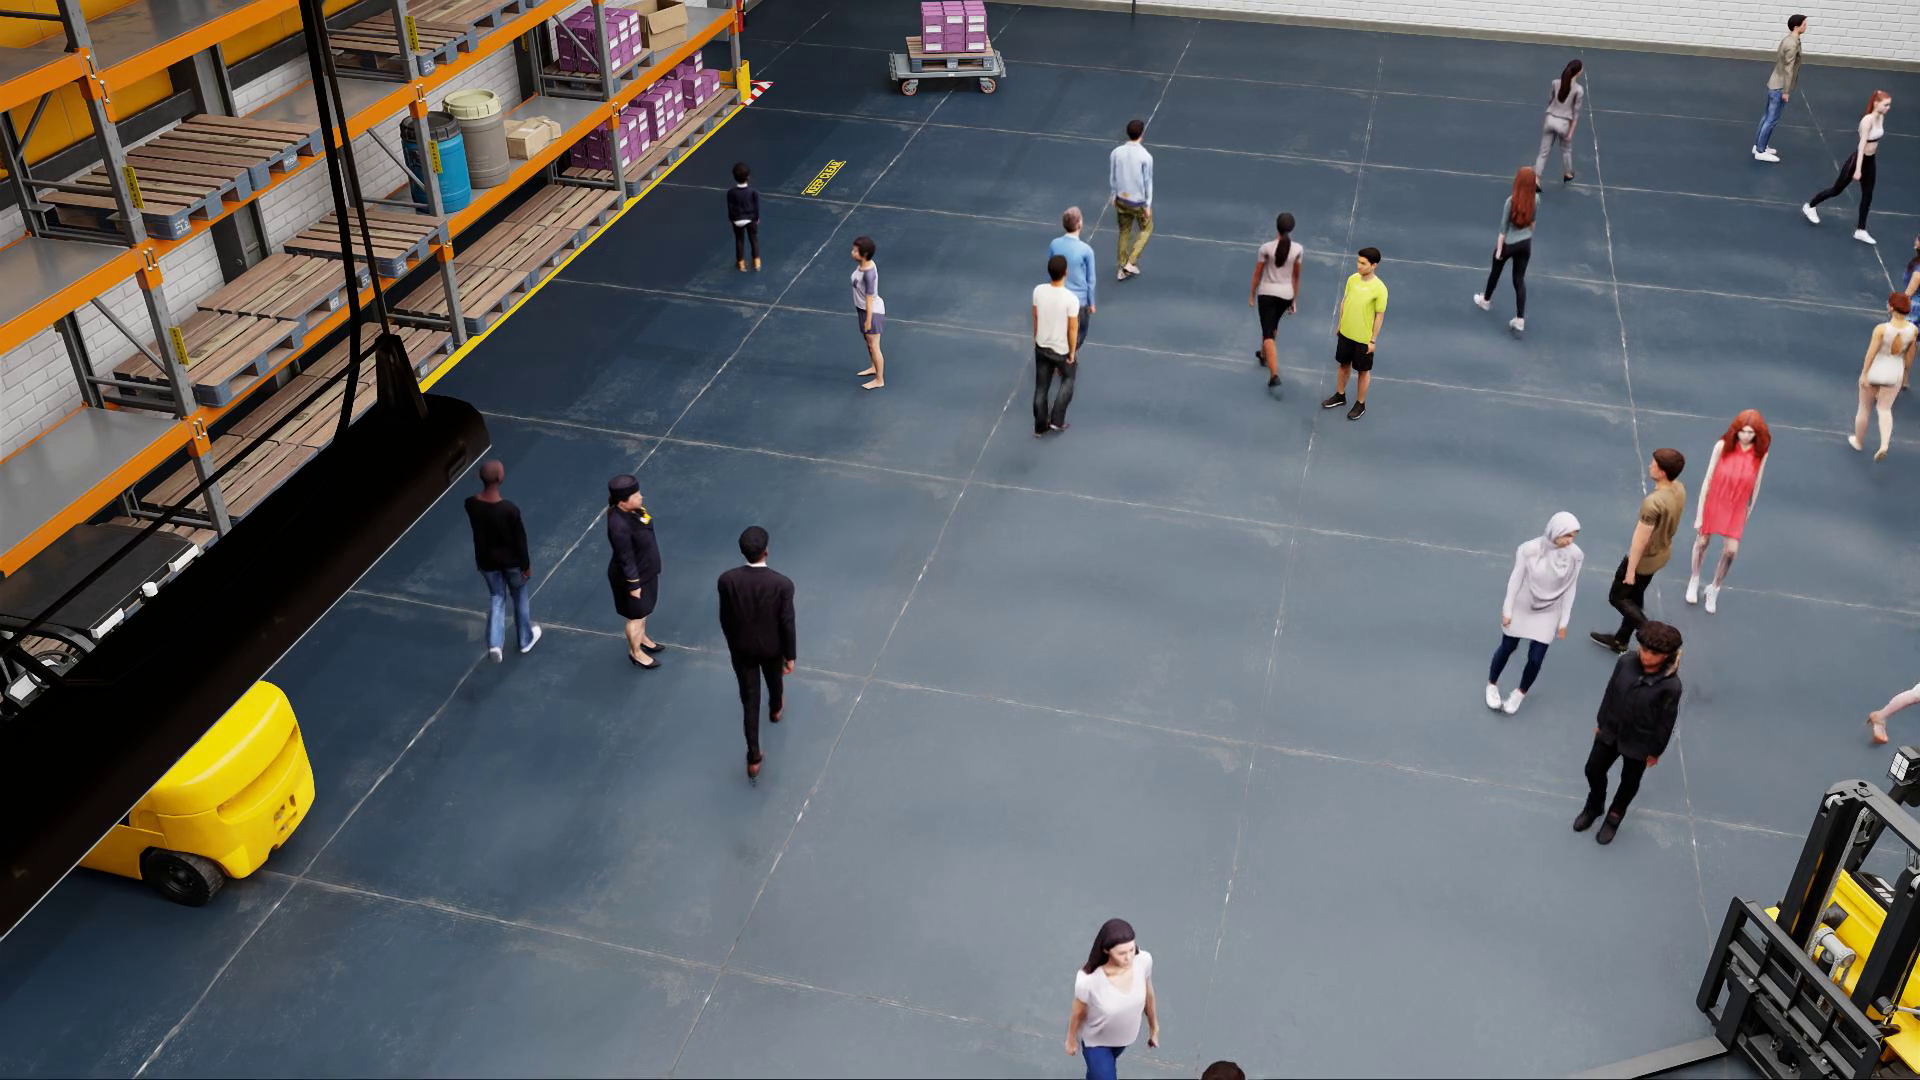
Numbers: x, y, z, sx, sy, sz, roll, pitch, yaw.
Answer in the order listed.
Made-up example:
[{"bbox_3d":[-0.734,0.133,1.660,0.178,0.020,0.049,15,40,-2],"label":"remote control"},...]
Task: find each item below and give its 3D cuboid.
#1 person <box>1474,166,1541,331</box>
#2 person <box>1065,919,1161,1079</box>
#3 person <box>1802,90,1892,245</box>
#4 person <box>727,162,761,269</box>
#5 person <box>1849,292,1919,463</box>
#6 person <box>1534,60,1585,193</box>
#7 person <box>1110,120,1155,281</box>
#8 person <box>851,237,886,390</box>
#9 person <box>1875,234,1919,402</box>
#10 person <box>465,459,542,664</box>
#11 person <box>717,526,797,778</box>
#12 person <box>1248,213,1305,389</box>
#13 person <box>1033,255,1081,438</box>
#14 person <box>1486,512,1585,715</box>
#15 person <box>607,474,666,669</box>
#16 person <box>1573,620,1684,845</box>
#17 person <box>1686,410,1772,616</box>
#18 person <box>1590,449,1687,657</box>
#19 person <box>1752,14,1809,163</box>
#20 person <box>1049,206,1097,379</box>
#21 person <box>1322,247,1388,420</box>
[{"bbox_3d":[5.829,-3.001,17.350,0.920,1.697,1.203,-5,34,-8],"label":"person"},{"bbox_3d":[0.745,2.606,8.946,0.950,1.663,1.008,-18,38,-25],"label":"person"},{"bbox_3d":[10.409,-4.388,19.437,1.168,1.697,1.190,-20,38,-27],"label":"person"},{"bbox_3d":[-2.437,-3.665,18.775,0.573,1.225,0.592,-5,34,-8],"label":"person"},{"bbox_3d":[8.392,-1.440,15.072,0.667,1.619,0.876,5,34,7],"label":"person"},{"bbox_3d":[7.311,-5.041,20.473,0.926,1.637,1.121,26,42,34],"label":"person"},{"bbox_3d":[1.859,-3.696,18.304,0.788,1.799,0.781,21,39,28],"label":"person"},{"bbox_3d":[-0.892,-2.264,16.363,0.704,1.562,0.600,-6,34,-10],"label":"person"},{"bbox_3d":[9.192,-2.171,16.026,0.797,1.781,0.945,-20,39,-27],"label":"person"},{"bbox_3d":[-3.472,0.204,12.494,0.662,1.735,0.915,5,34,8],"label":"person"},{"bbox_3d":[-1.426,0.790,11.518,0.938,1.839,1.275,-1,34,-1],"label":"person"},{"bbox_3d":[3.107,-2.318,16.314,0.911,1.707,1.249,-4,34,-6],"label":"person"},{"bbox_3d":[0.824,-1.748,15.383,0.705,1.787,0.705,15,36,21],"label":"person"},{"bbox_3d":[4.161,0.495,12.037,0.605,1.756,0.547,14,36,20],"label":"person"},{"bbox_3d":[-2.453,0.237,12.501,0.808,1.672,0.641,1,34,2],"label":"person"},{"bbox_3d":[4.445,1.222,10.936,0.727,1.765,0.729,27,42,35],"label":"person"},{"bbox_3d":[6.014,-0.285,13.164,0.582,1.808,0.627,8,34,12],"label":"person"},{"bbox_3d":[5.220,0.167,12.454,0.975,1.840,0.982,-27,42,-35],"label":"person"},{"bbox_3d":[10.596,-5.861,21.501,0.758,1.865,0.506,9,35,13],"label":"person"},{"bbox_3d":[1.057,-2.360,16.286,0.826,1.807,0.953,20,39,27],"label":"person"},{"bbox_3d":[3.797,-1.997,15.830,0.724,1.709,0.702,-25,41,-32],"label":"person"}]
